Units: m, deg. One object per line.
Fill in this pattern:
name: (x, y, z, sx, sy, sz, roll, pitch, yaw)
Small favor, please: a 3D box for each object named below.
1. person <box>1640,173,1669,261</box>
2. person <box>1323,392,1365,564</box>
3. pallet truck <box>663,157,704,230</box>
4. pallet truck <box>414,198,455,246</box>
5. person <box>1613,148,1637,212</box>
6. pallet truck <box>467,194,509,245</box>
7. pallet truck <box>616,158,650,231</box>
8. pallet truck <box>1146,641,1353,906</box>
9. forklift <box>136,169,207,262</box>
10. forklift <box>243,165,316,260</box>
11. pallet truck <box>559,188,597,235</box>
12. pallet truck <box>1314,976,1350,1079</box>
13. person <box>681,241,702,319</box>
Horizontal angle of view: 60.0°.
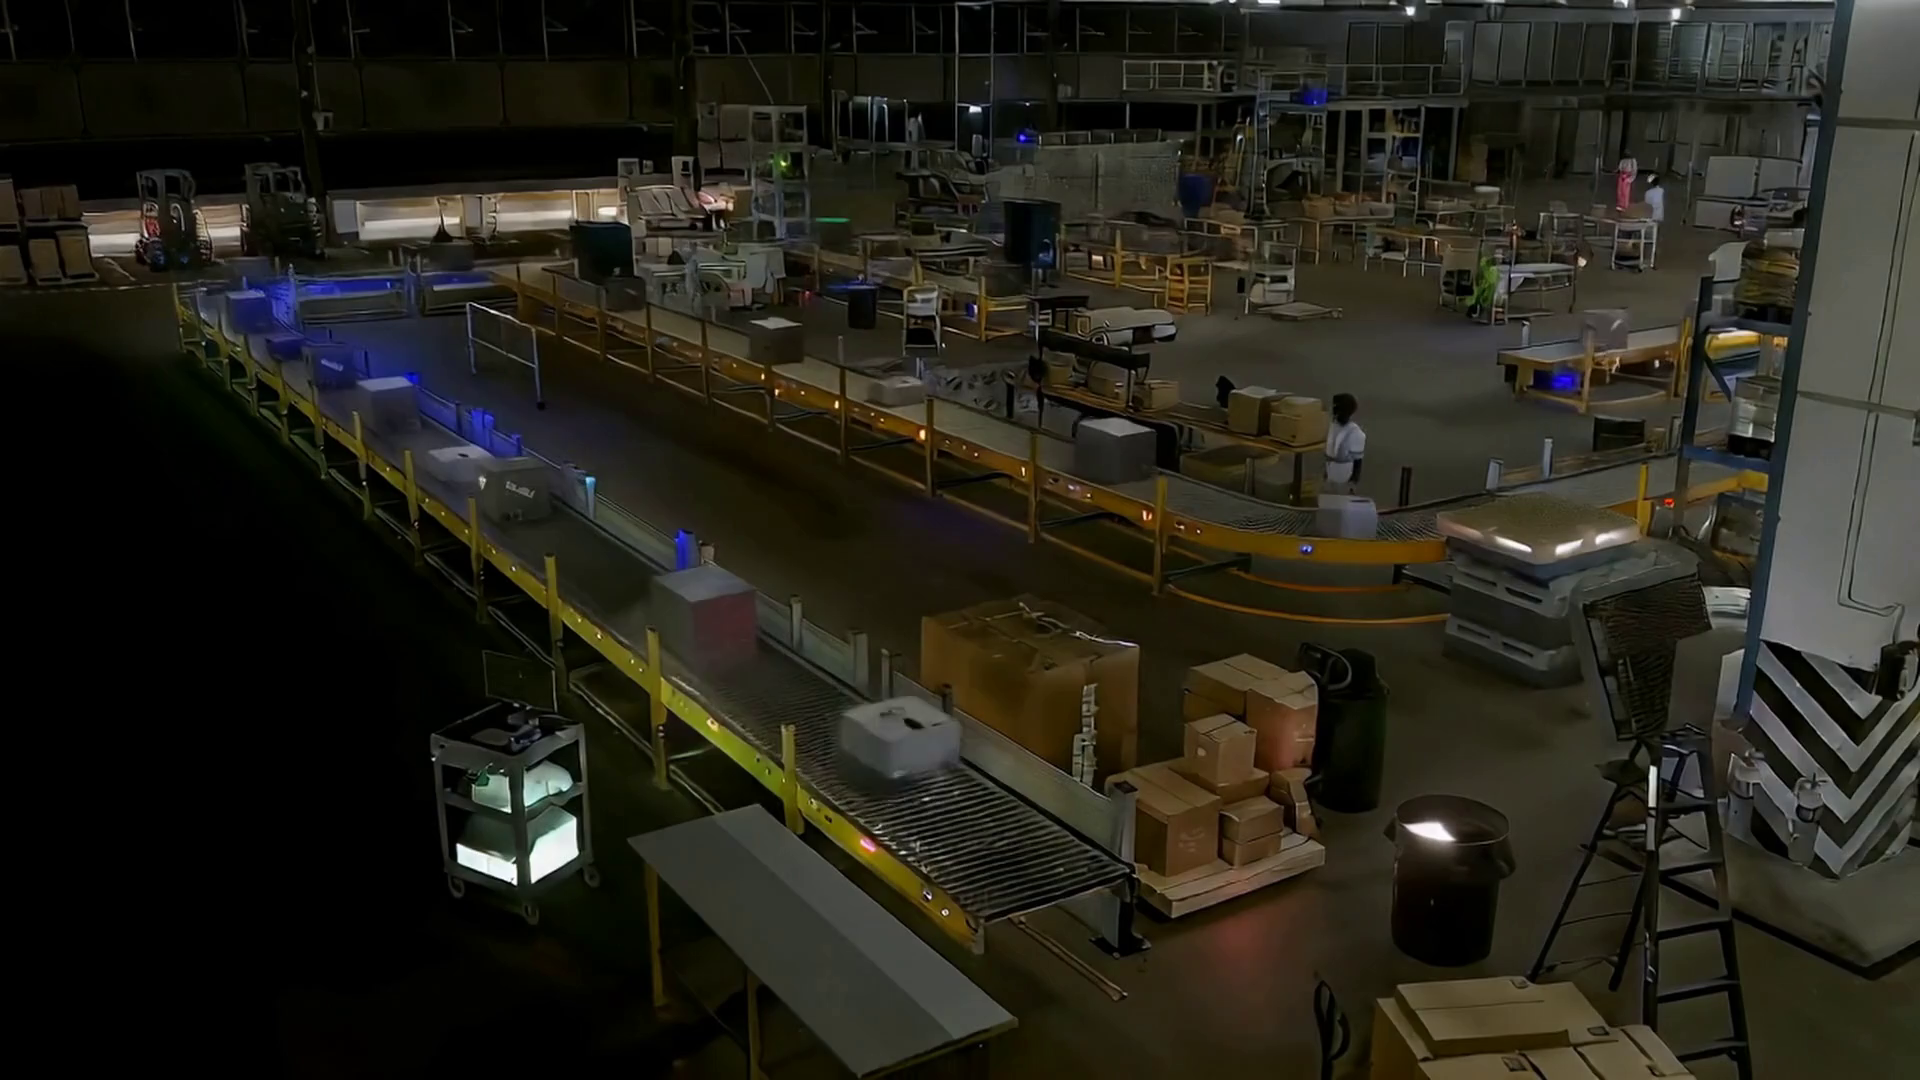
person: (16.134, -7.510, 38.711, 0.703, 1.993, 0.606, -7, 18, -21)
person: (3.731, -0.614, 16.273, 0.317, 1.697, 0.540, -6, 18, -19)
pallet truck: (-7.586, -9.308, 44.692, 0.823, 1.965, 1.885, -11, 20, -33)
pallet truck: (-13.250, -8.060, 41.856, 0.680, 1.201, 1.601, -10, 20, -31)
person: (19.885, -10.734, 49.634, 0.362, 1.883, 0.576, -9, 19, -27)
pallet truck: (-11.983, -8.177, 42.137, 0.704, 1.261, 1.522, -11, 20, -33)
pallet truck: (-8.918, -9.176, 44.255, 0.823, 1.965, 1.885, -9, 19, -27)
pallet truck: (1.664, 1.407, 10.232, 1.630, 1.274, 0.653, -10, 20, -31)
forklift: (-17.842, -7.318, 37.559, 1.157, 1.987, 2.680, -10, 20, -31)
forklift: (-15.898, -7.669, 38.708, 1.157, 1.987, 2.680, -11, 20, -33)
pallet truck: (-10.010, -8.652, 43.699, 0.653, 1.274, 1.630, -10, 20, -31)
pallet truck: (2.299, 2.390, 7.086, 1.601, 1.201, 0.680, -2, 17, -7)
person: (-4.461, -4.100, 27.760, 0.314, 1.769, 0.524, -4, 17, -12)
